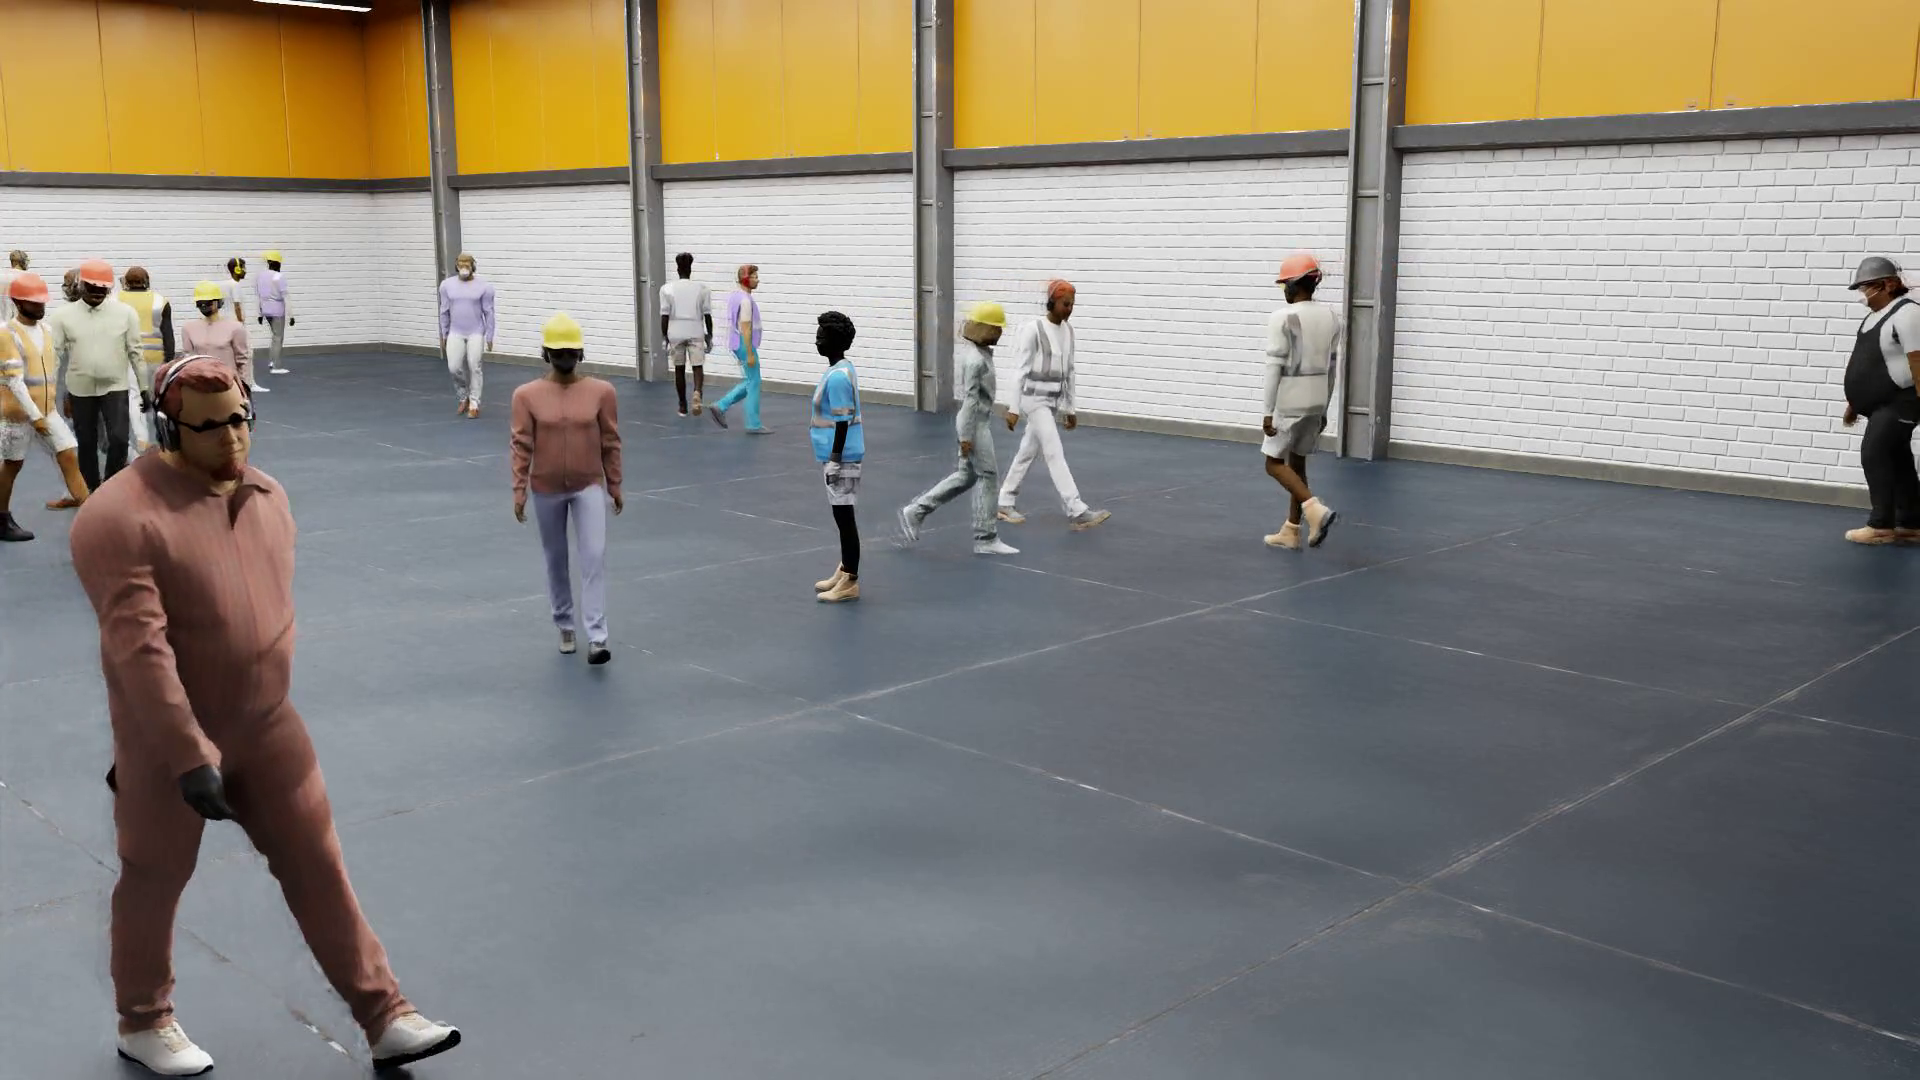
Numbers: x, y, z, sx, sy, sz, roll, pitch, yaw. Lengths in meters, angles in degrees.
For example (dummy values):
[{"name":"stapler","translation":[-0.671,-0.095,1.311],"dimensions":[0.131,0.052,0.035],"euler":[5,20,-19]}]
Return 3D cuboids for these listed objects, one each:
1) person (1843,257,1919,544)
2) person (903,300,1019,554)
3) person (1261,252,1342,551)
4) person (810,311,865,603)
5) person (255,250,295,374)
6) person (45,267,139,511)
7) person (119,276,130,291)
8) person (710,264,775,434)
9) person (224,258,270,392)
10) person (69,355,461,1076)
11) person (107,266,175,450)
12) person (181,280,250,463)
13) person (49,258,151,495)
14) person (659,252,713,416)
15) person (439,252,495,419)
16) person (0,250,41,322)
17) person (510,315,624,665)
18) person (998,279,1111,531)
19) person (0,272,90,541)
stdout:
[{"name":"person","translation":[6.453,-0.990,11.545],"dimensions":[0.669,2.000,0.717],"euler":[2,11,11]},{"name":"person","translation":[0.007,-0.742,11.096],"dimensions":[0.738,1.705,0.541],"euler":[0,10,3]},{"name":"person","translation":[2.307,-0.892,11.075],"dimensions":[0.639,2.016,0.671],"euler":[-6,12,-32]},{"name":"person","translation":[-0.716,-0.483,9.722],"dimensions":[0.317,1.697,0.544],"euler":[-1,10,-4]},{"name":"person","translation":[-10.536,-3.516,25.679],"dimensions":[0.608,1.906,0.513],"euler":[4,11,23]},{"name":"person","translation":[-6.611,-1.147,12.799],"dimensions":[0.969,1.905,0.642],"euler":[-1,10,-5]},{"name":"person","translation":[-11.226,-2.815,22.733],"dimensions":[0.885,1.589,0.531],"euler":[-6,12,-29]},{"name":"person","translation":[-2.327,-2.027,17.778],"dimensions":[0.599,1.829,0.569],"euler":[-2,11,-10]},{"name":"person","translation":[-9.874,-2.892,22.503],"dimensions":[0.789,1.839,0.556],"euler":[-5,11,-24]},{"name":"person","translation":[-1.768,0.479,4.087],"dimensions":[0.986,1.844,0.629],"euler":[5,12,26]},{"name":"person","translation":[-8.222,-1.830,16.729],"dimensions":[0.641,1.816,0.747],"euler":[-4,11,-21]},{"name":"person","translation":[-6.103,-1.240,13.658],"dimensions":[0.527,1.767,0.331],"euler":[-1,10,-4]},{"name":"person","translation":[-6.482,-1.122,12.481],"dimensions":[0.724,1.951,0.552],"euler":[-6,12,-29]},{"name":"person","translation":[-3.195,-2.389,19.434],"dimensions":[0.613,1.947,0.711],"euler":[-2,11,-11]},{"name":"person","translation":[-5.727,-2.367,19.336],"dimensions":[0.639,1.928,0.432],"euler":[-1,10,-5]},{"name":"person","translation":[-12.688,-2.948,22.503],"dimensions":[0.635,1.936,0.353],"euler":[4,11,20]},{"name":"person","translation":[-1.937,-0.232,8.233],"dimensions":[0.549,1.725,0.850],"euler":[-3,11,-14]},{"name":"person","translation":[0.634,-0.983,12.106],"dimensions":[1.052,1.810,0.641],"euler":[7,12,33]},{"name":"person","translation":[-6.354,-0.896,11.473],"dimensions":[1.033,1.870,0.541],"euler":[3,11,14]}]
